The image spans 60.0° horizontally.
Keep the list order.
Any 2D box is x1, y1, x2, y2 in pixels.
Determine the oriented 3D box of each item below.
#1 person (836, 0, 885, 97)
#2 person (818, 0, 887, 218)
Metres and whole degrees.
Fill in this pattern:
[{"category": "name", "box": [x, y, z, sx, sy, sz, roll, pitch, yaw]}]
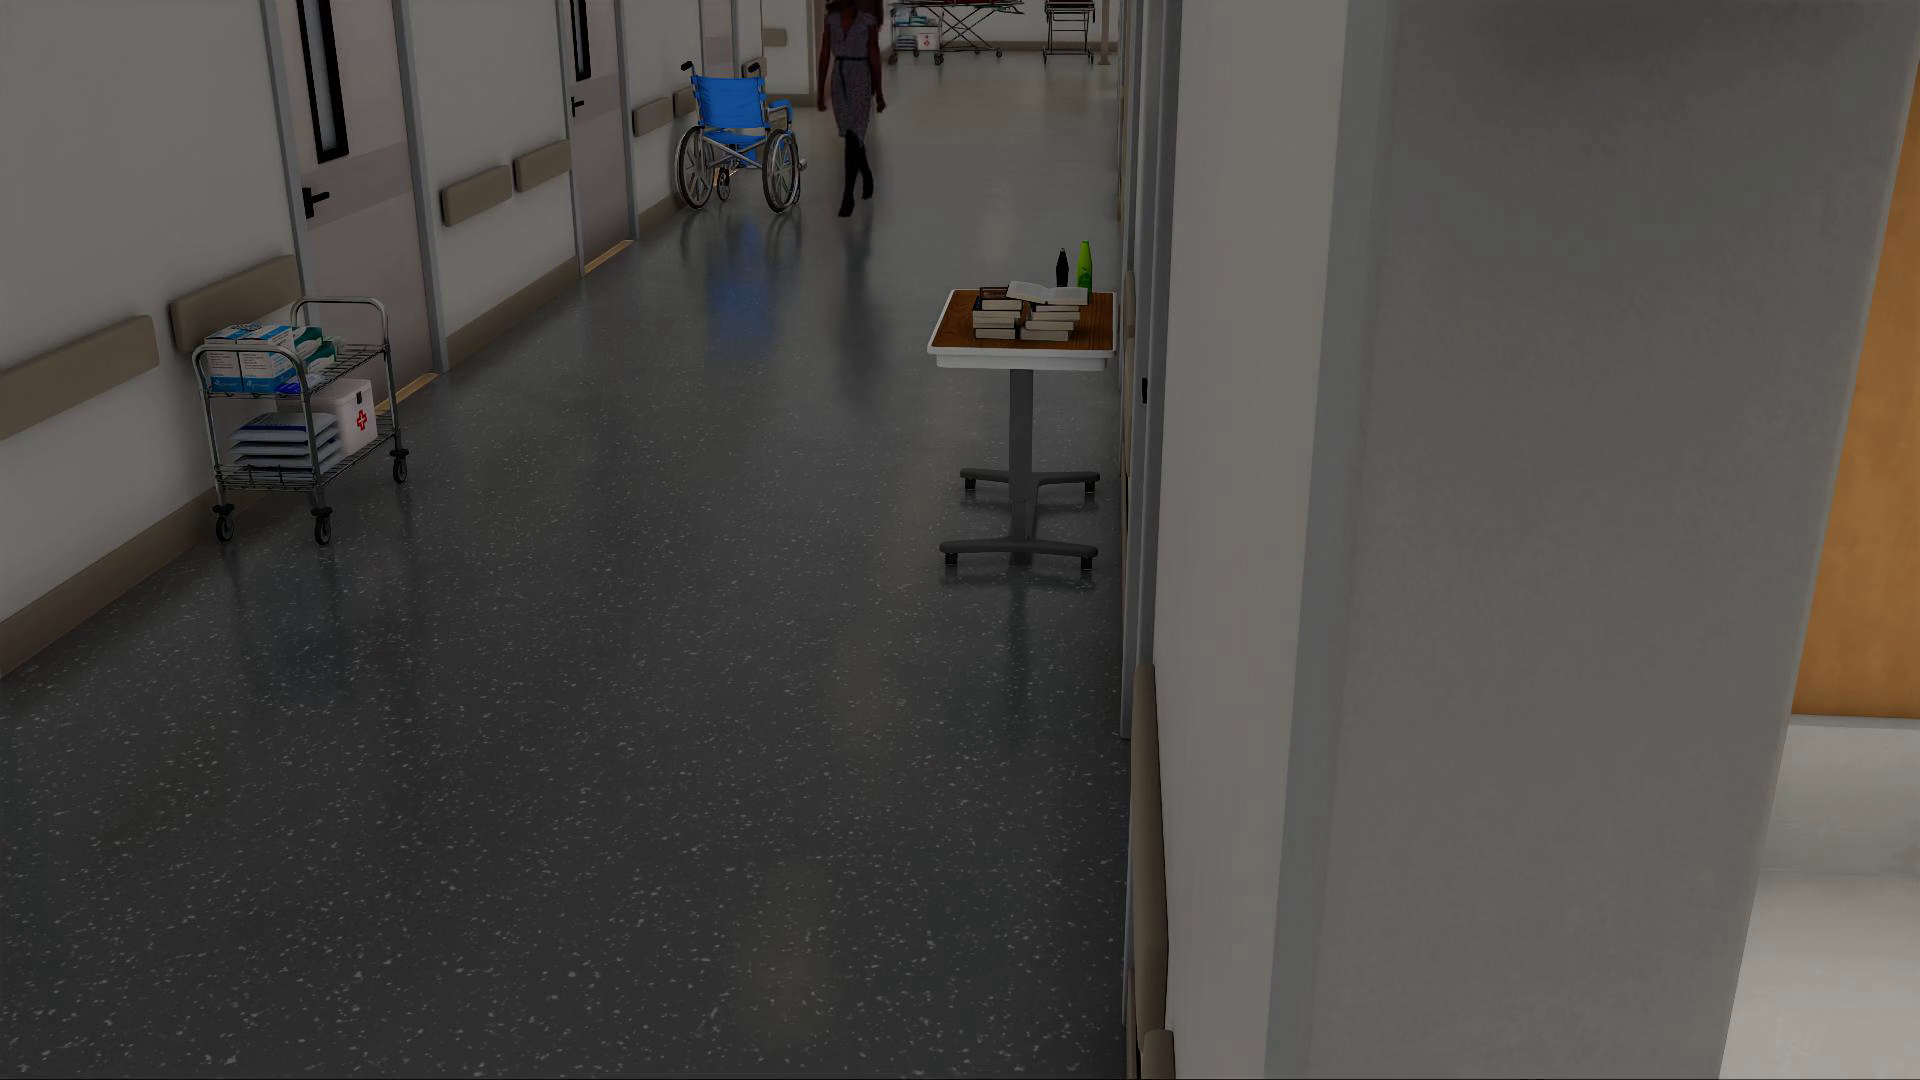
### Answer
[{"category": "person", "box": [-1.236, -6.343, 20.461, 0.766, 1.820, 0.927, 2, 21, 6]}, {"category": "person", "box": [-0.801, -3.384, 12.761, 0.820, 1.741, 1.238, 6, 22, 16]}]
